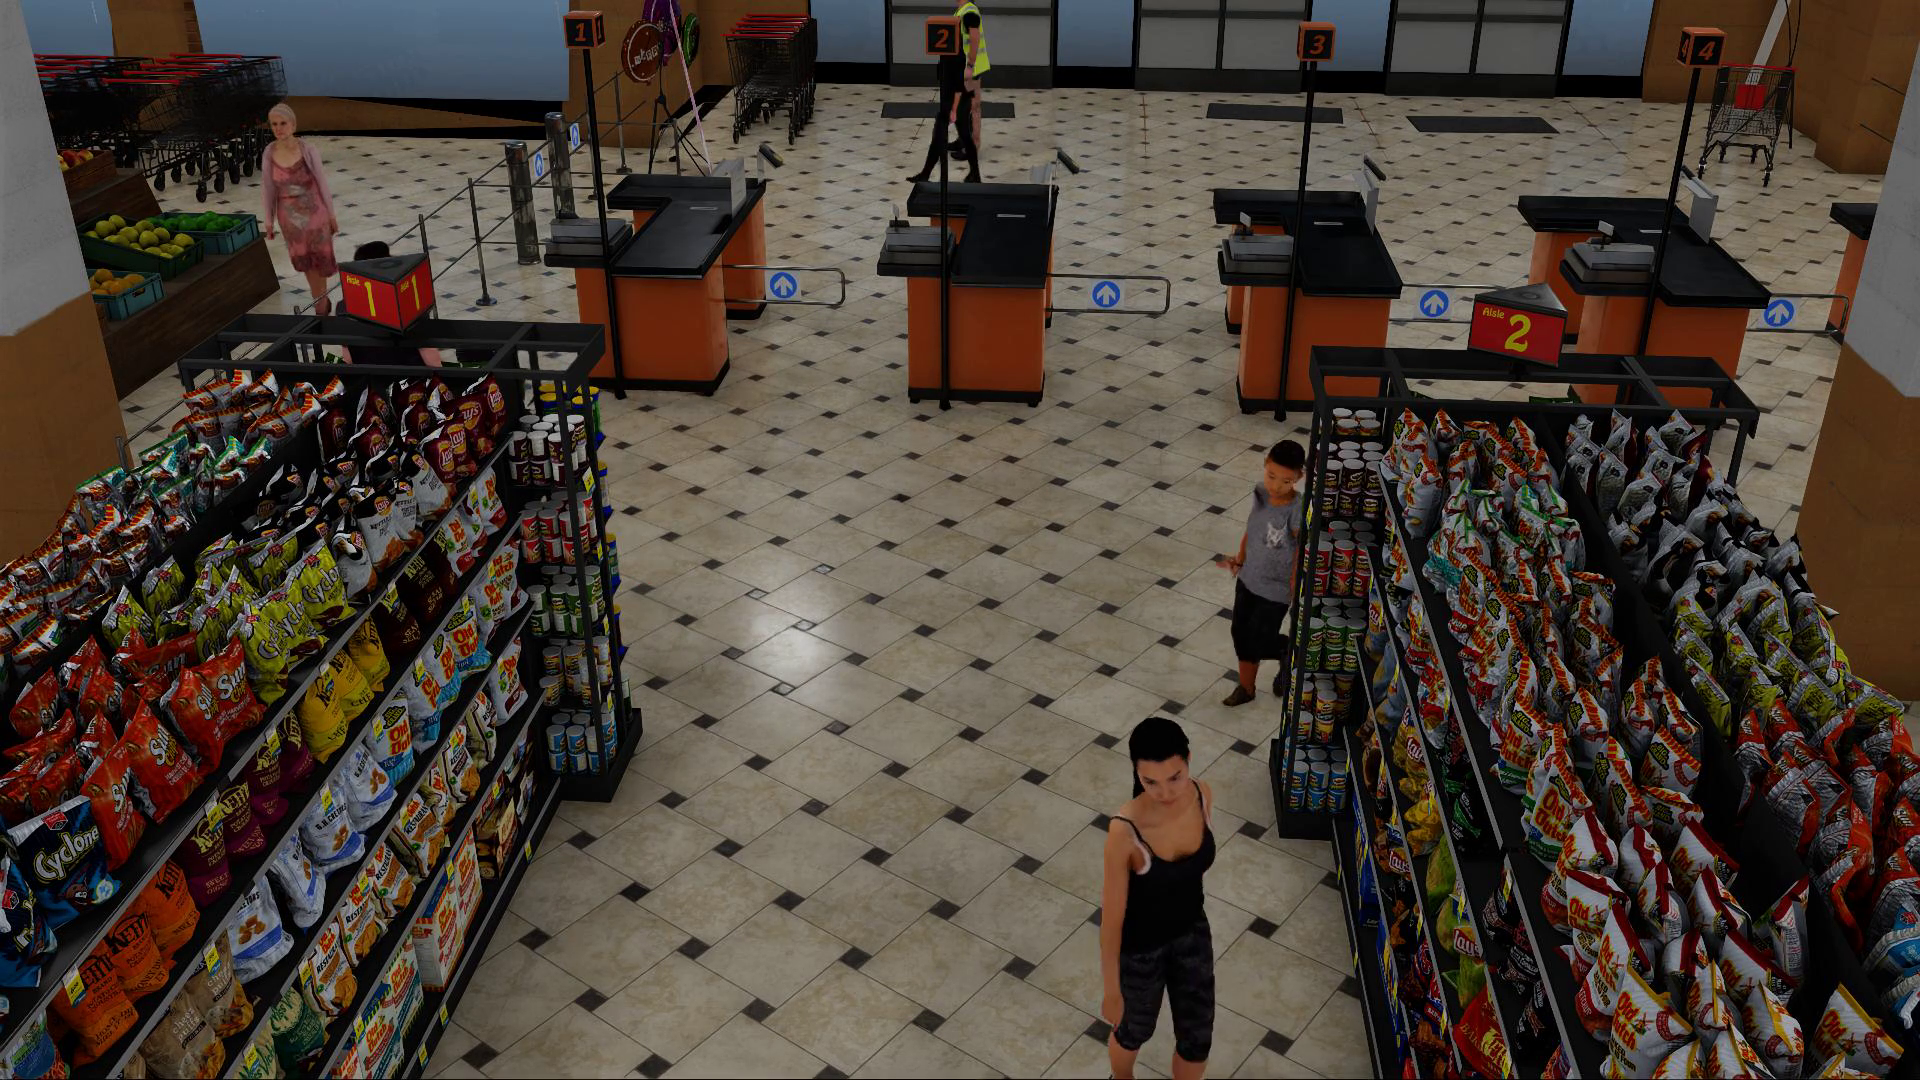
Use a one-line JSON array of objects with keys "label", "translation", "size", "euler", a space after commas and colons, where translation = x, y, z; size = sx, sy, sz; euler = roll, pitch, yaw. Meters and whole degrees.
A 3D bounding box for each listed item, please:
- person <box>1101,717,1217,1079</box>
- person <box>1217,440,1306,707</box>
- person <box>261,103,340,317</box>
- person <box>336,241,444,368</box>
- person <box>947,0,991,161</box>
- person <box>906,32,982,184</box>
[{"label": "person", "translation": [0.585, 1.217, 5.197], "size": [0.796, 1.698, 0.865], "euler": [-22, 34, -37]}, {"label": "person", "translation": [1.466, 0.128, 7.628], "size": [0.886, 1.441, 0.822], "euler": [-14, 30, -26]}, {"label": "person", "translation": [-4.872, -2.401, 12.375], "size": [0.754, 1.660, 1.062], "euler": [-3, 27, -6]}, {"label": "person", "translation": [-2.941, -0.676, 8.767], "size": [0.746, 1.846, 0.625], "euler": [6, 27, 11]}, {"label": "person", "translation": [0.047, -4.834, 16.968], "size": [0.838, 1.844, 0.725], "euler": [-5, 27, -9]}, {"label": "person", "translation": [0.018, -4.146, 15.871], "size": [1.067, 1.608, 1.052], "euler": [-17, 32, -30]}]
